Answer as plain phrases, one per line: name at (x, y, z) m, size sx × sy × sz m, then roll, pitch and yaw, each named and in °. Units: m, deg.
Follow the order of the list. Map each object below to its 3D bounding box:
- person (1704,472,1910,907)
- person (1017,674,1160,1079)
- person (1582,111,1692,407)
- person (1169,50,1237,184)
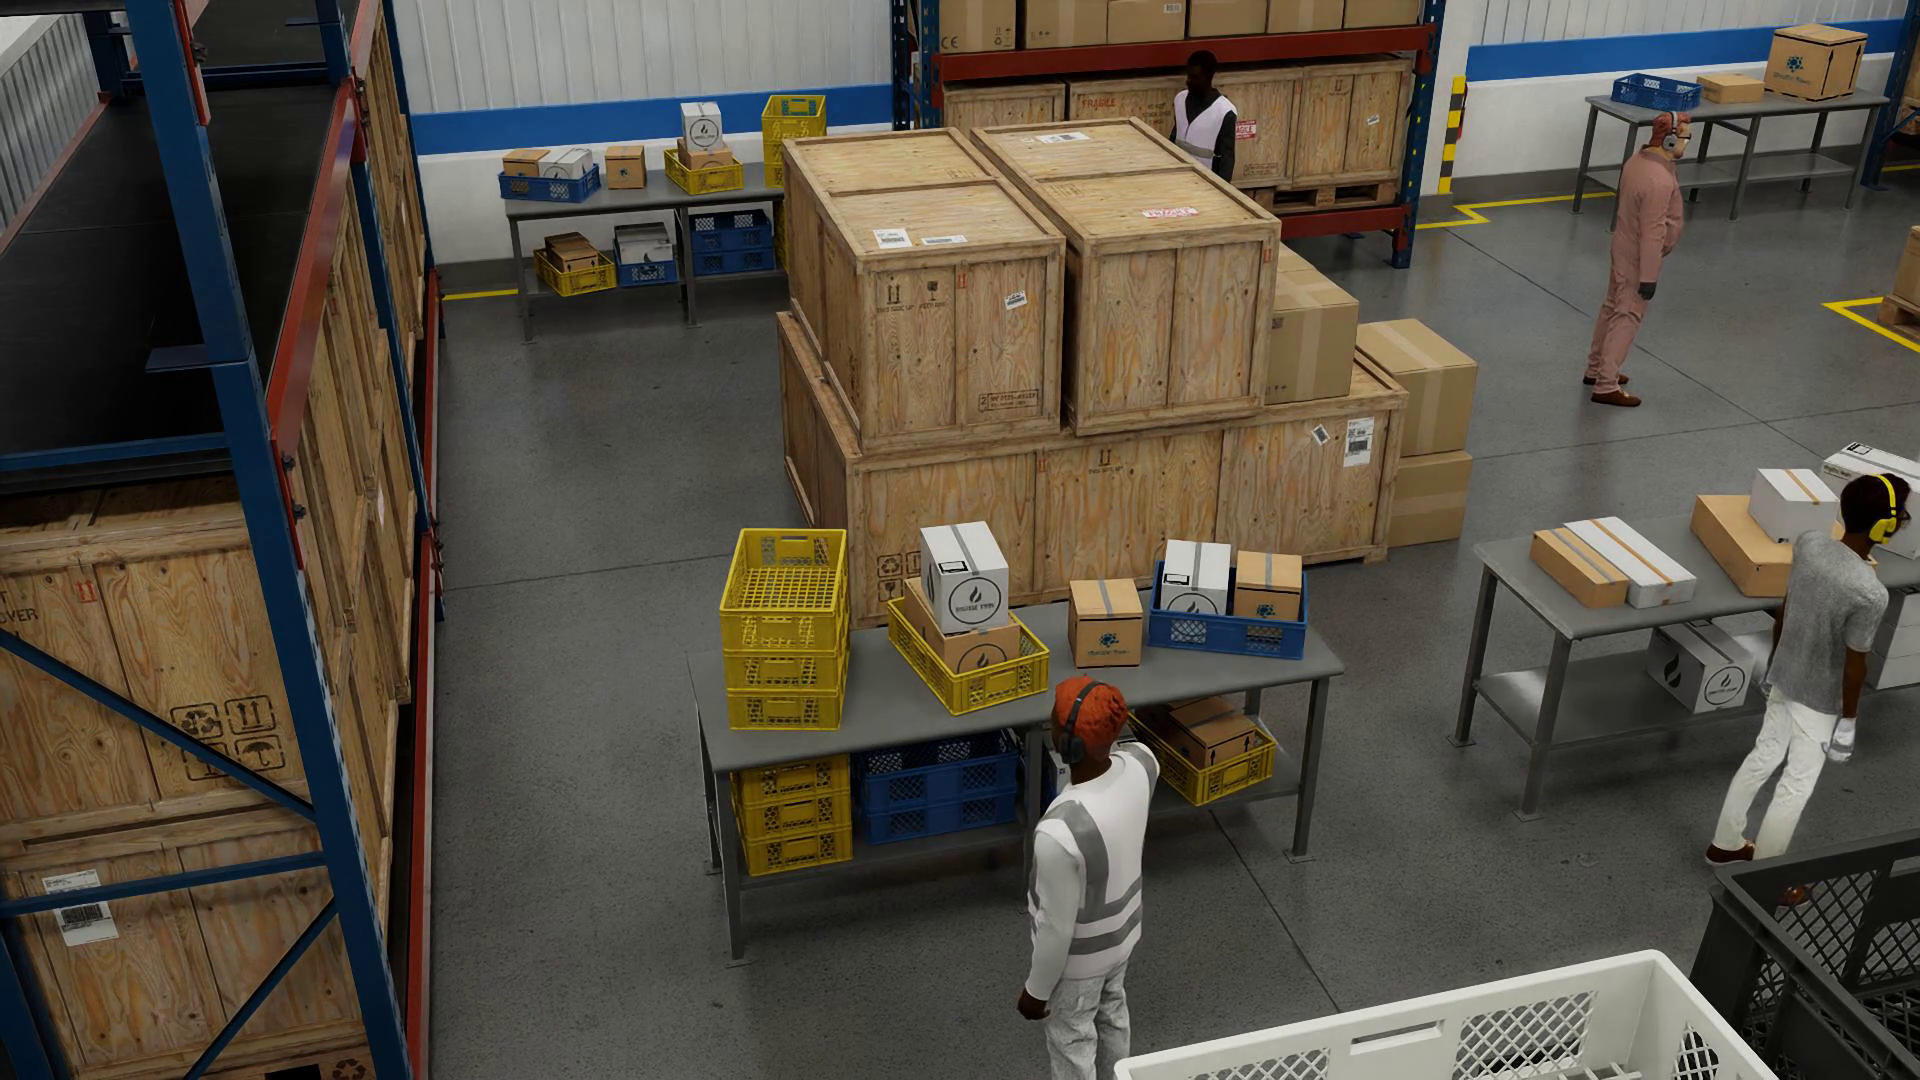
person at (3.267, 0.589, 6.392) m, size 0.316 × 1.856 × 0.517 m, roll -4°, pitch 29°, yaw -7°
person at (0.377, 1.237, 5.188) m, size 0.353 × 1.880 × 0.577 m, roll 17°, pitch 33°, yaw 28°
person at (4.385, -1.801, 10.683) m, size 0.401 × 1.900 × 0.639 m, roll 4°, pitch 29°, yaw 7°
person at (1.733, -2.597, 12.107) m, size 0.377 × 1.916 × 0.599 m, roll -20°, pitch 34°, yaw -31°
